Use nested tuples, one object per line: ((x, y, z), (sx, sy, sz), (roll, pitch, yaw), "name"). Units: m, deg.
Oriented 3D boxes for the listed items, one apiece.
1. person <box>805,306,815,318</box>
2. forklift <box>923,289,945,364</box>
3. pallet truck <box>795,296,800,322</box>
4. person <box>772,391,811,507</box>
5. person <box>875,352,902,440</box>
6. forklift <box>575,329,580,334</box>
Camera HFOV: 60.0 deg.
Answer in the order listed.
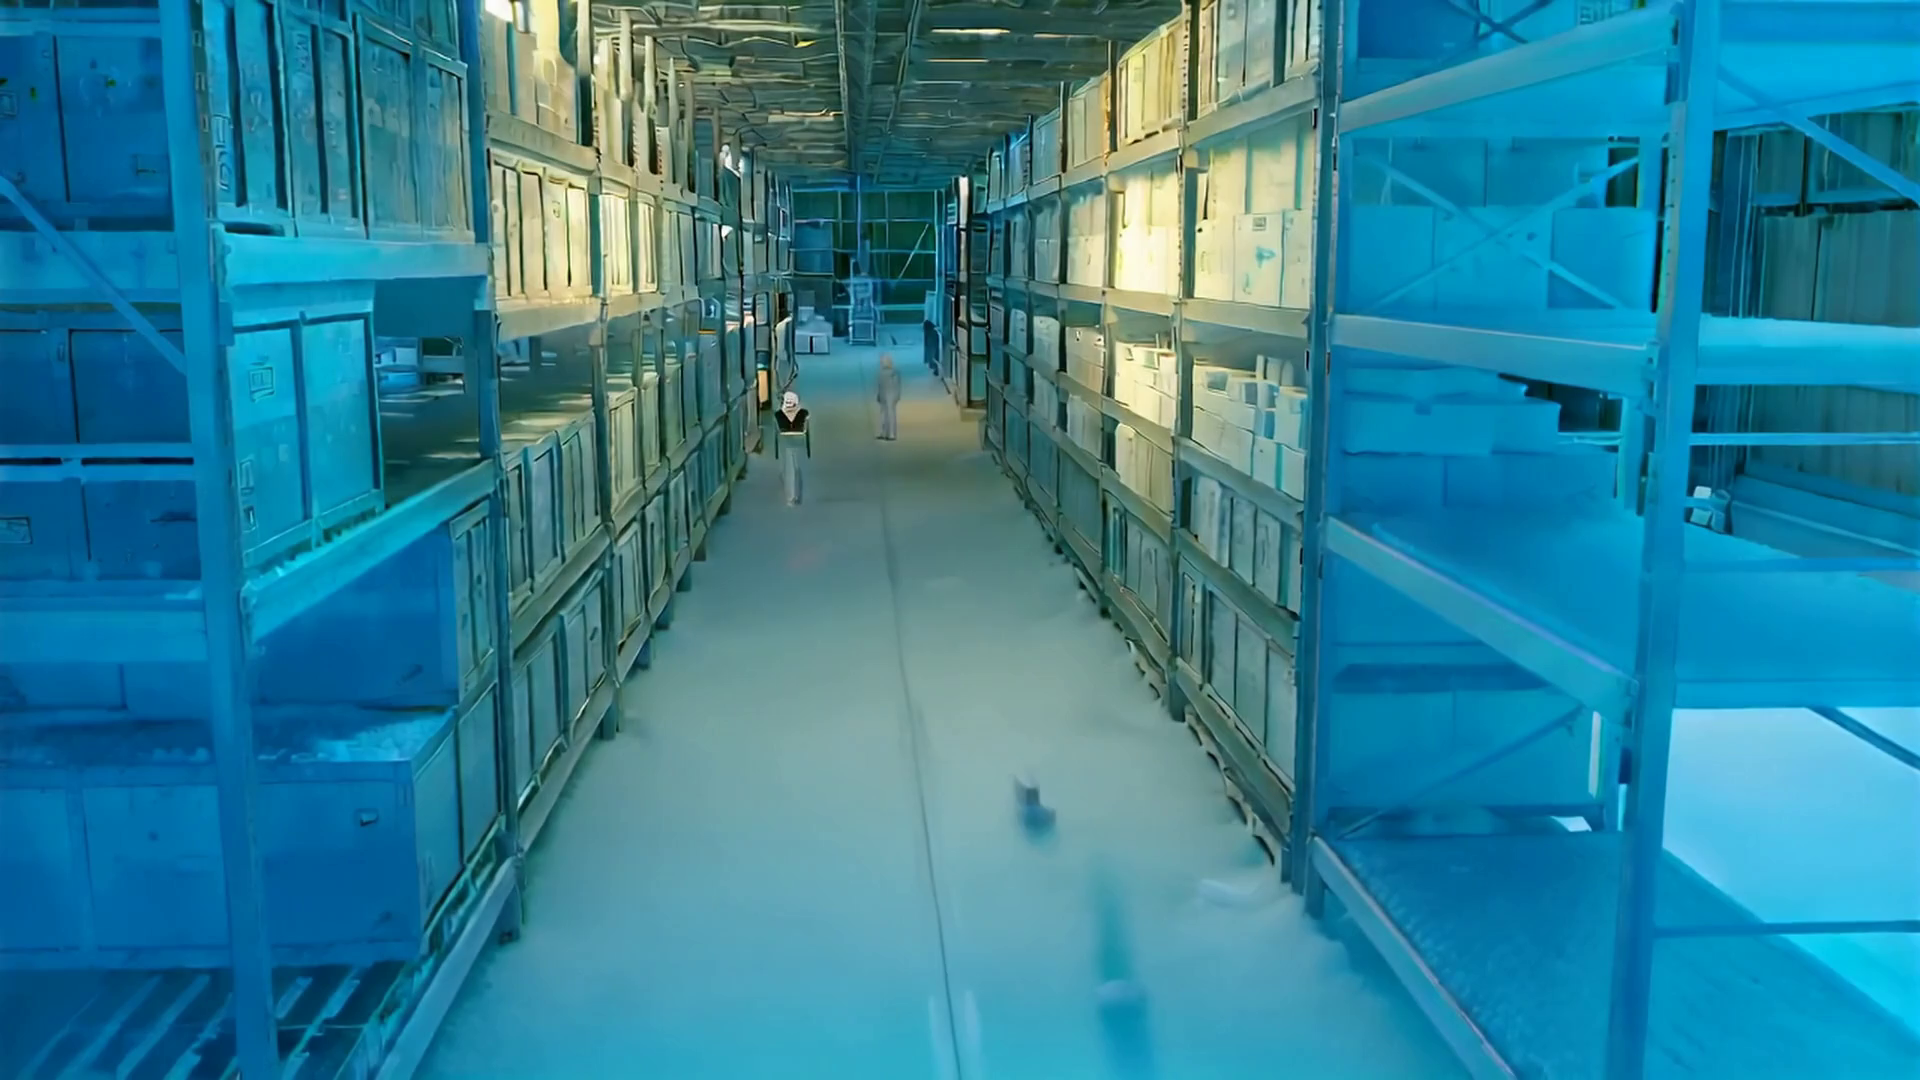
((-6.508, -9.282, 72.768), (0.541, 1.929, 0.396), (8, 13, 40), "person")
((-0.807, -8.115, 62.941), (1.129, 2.768, 1.873), (-1, 10, -3), "forklift")
((-8.622, -12.439, 91.403), (1.885, 1.965, 0.823), (2, 10, 13), "pallet truck")
((-2.648, -1.423, 26.113), (0.589, 1.821, 0.647), (-1, 10, -4), "person")
((-1.566, -3.104, 35.924), (0.644, 1.904, 0.399), (8, 13, 41), "person")
((-9.123, -4.471, 41.177), (1.129, 2.768, 1.873), (-1, 10, -4), "forklift")
